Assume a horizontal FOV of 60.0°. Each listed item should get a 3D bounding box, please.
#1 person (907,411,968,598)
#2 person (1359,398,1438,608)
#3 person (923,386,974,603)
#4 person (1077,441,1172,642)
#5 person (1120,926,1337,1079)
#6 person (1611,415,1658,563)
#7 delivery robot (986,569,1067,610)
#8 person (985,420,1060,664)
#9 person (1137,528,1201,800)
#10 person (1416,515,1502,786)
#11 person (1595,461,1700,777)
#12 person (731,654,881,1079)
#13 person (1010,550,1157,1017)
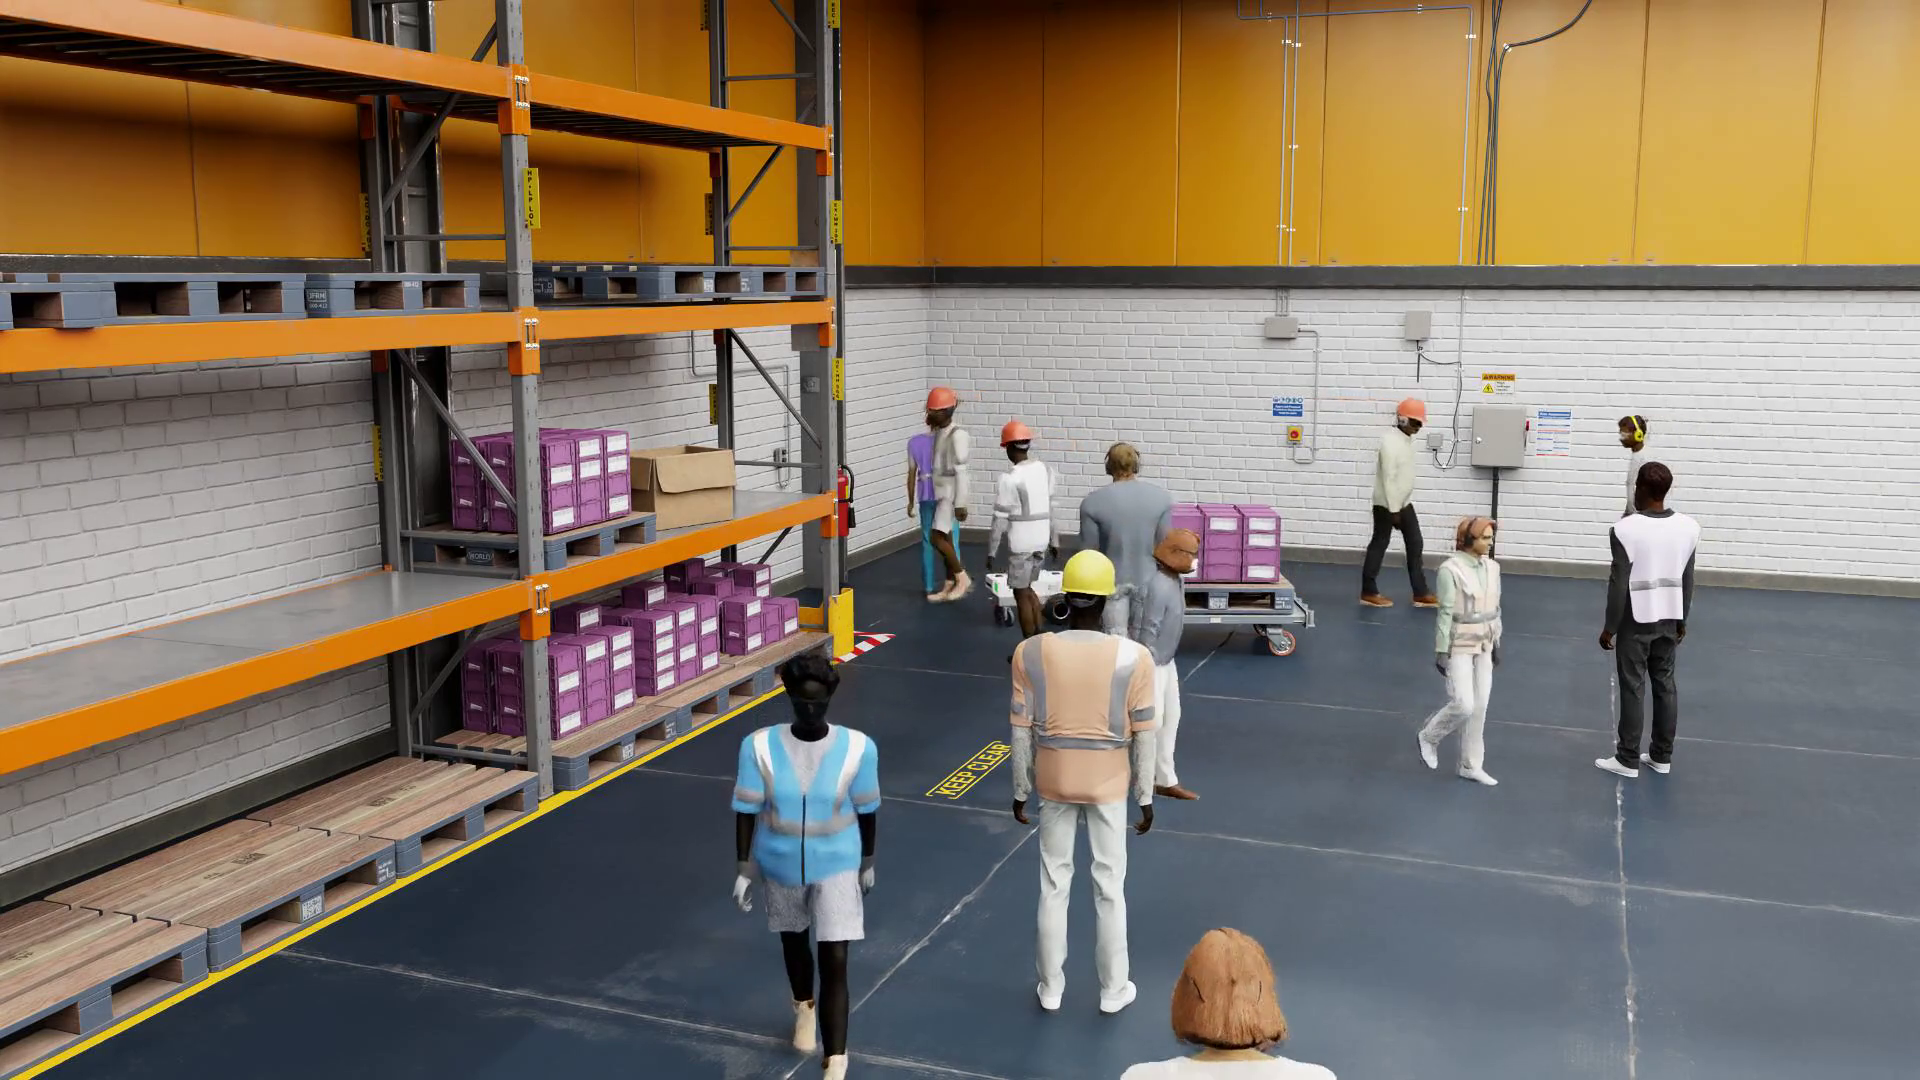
[{"bbox_3d":[-0.212,-0.362,15.603,0.570,1.847,0.401,1,9,3],"label":"person"},{"bbox_3d":[4.028,-0.313,15.006,0.897,1.934,0.659,8,12,40],"label":"person"},{"bbox_3d":[-0.146,-0.407,15.322,0.421,2.026,0.636,-3,9,-18],"label":"person"},{"bbox_3d":[1.102,0.288,11.264,0.663,1.924,0.437,-2,9,-11],"label":"person"},{"bbox_3d":[0.576,1.642,3.761,0.510,1.610,0.633,0,9,-2],"label":"person"},{"bbox_3d":[5.806,-0.146,14.240,0.457,1.844,0.538,2,9,15],"label":"person"},{"bbox_3d":[0.589,0.405,14.532,0.707,0.478,0.477,-2,9,-13],"label":"delivery robot"},{"bbox_3d":[0.483,0.032,12.887,0.424,1.918,0.579,9,12,43],"label":"person"},{"bbox_3d":[1.067,0.711,9.618,0.600,1.606,0.512,3,10,20],"label":"person"},{"bbox_3d":[3.004,0.651,9.915,0.543,1.625,0.420,-6,11,-33],"label":"person"},{"bbox_3d":[4.160,0.483,10.062,0.591,1.922,0.392,-3,9,-17],"label":"person"},{"bbox_3d":[-0.572,1.229,6.188,0.544,1.647,0.859,0,9,2],"label":"person"},{"bbox_3d":[0.505,0.995,6.821,0.595,1.925,0.371,2,9,10],"label":"person"}]
